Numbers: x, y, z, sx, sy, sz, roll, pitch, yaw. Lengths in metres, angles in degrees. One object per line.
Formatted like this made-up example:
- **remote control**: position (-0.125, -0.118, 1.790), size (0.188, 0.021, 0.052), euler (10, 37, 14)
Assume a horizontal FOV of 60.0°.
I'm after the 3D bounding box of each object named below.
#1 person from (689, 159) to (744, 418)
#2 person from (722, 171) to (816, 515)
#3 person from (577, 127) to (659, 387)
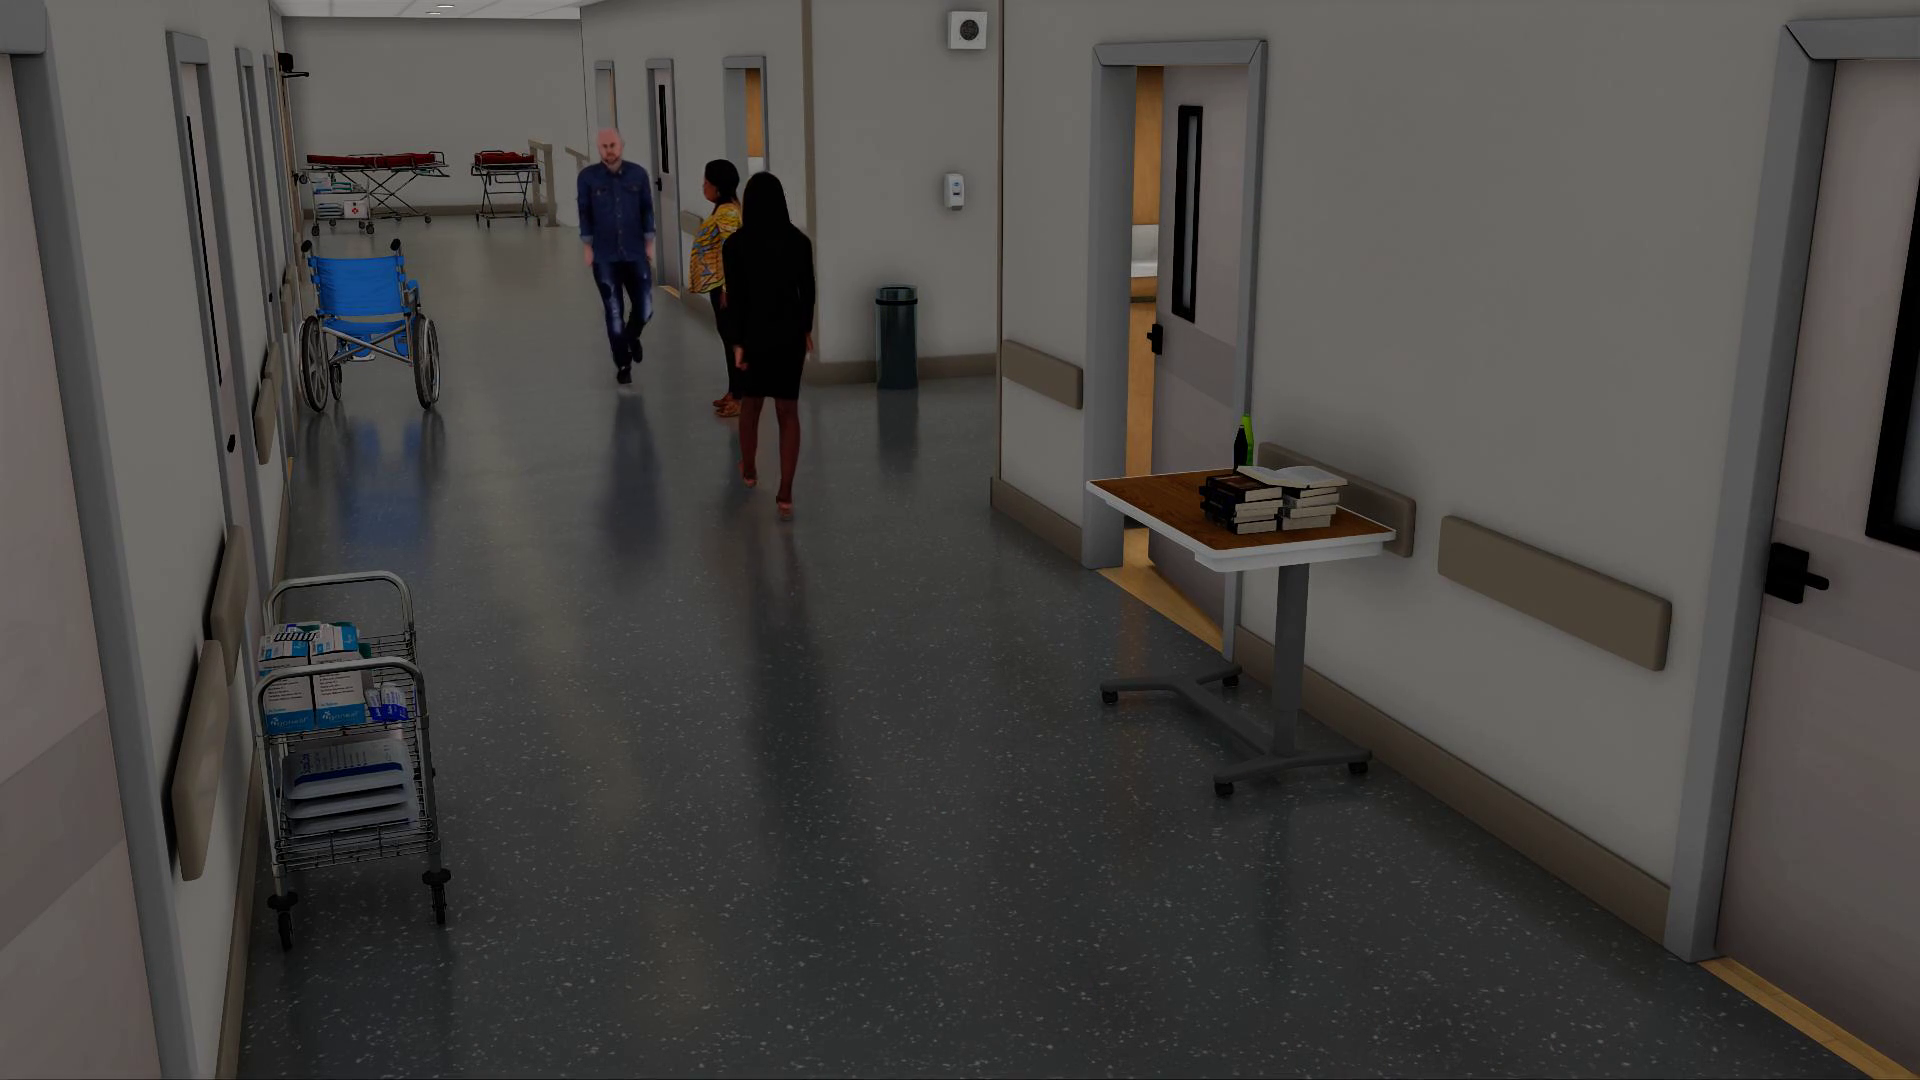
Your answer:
- **person**: position (-1.512, -1.648, 10.884), size (0.823, 1.655, 0.739), euler (-3, 16, -9)
- **person**: position (-0.927, -0.966, 8.413), size (0.741, 1.683, 1.086), euler (-3, 16, -11)
- **person**: position (-2.464, -2.028, 11.957), size (0.716, 1.804, 0.842), euler (-6, 17, -21)
